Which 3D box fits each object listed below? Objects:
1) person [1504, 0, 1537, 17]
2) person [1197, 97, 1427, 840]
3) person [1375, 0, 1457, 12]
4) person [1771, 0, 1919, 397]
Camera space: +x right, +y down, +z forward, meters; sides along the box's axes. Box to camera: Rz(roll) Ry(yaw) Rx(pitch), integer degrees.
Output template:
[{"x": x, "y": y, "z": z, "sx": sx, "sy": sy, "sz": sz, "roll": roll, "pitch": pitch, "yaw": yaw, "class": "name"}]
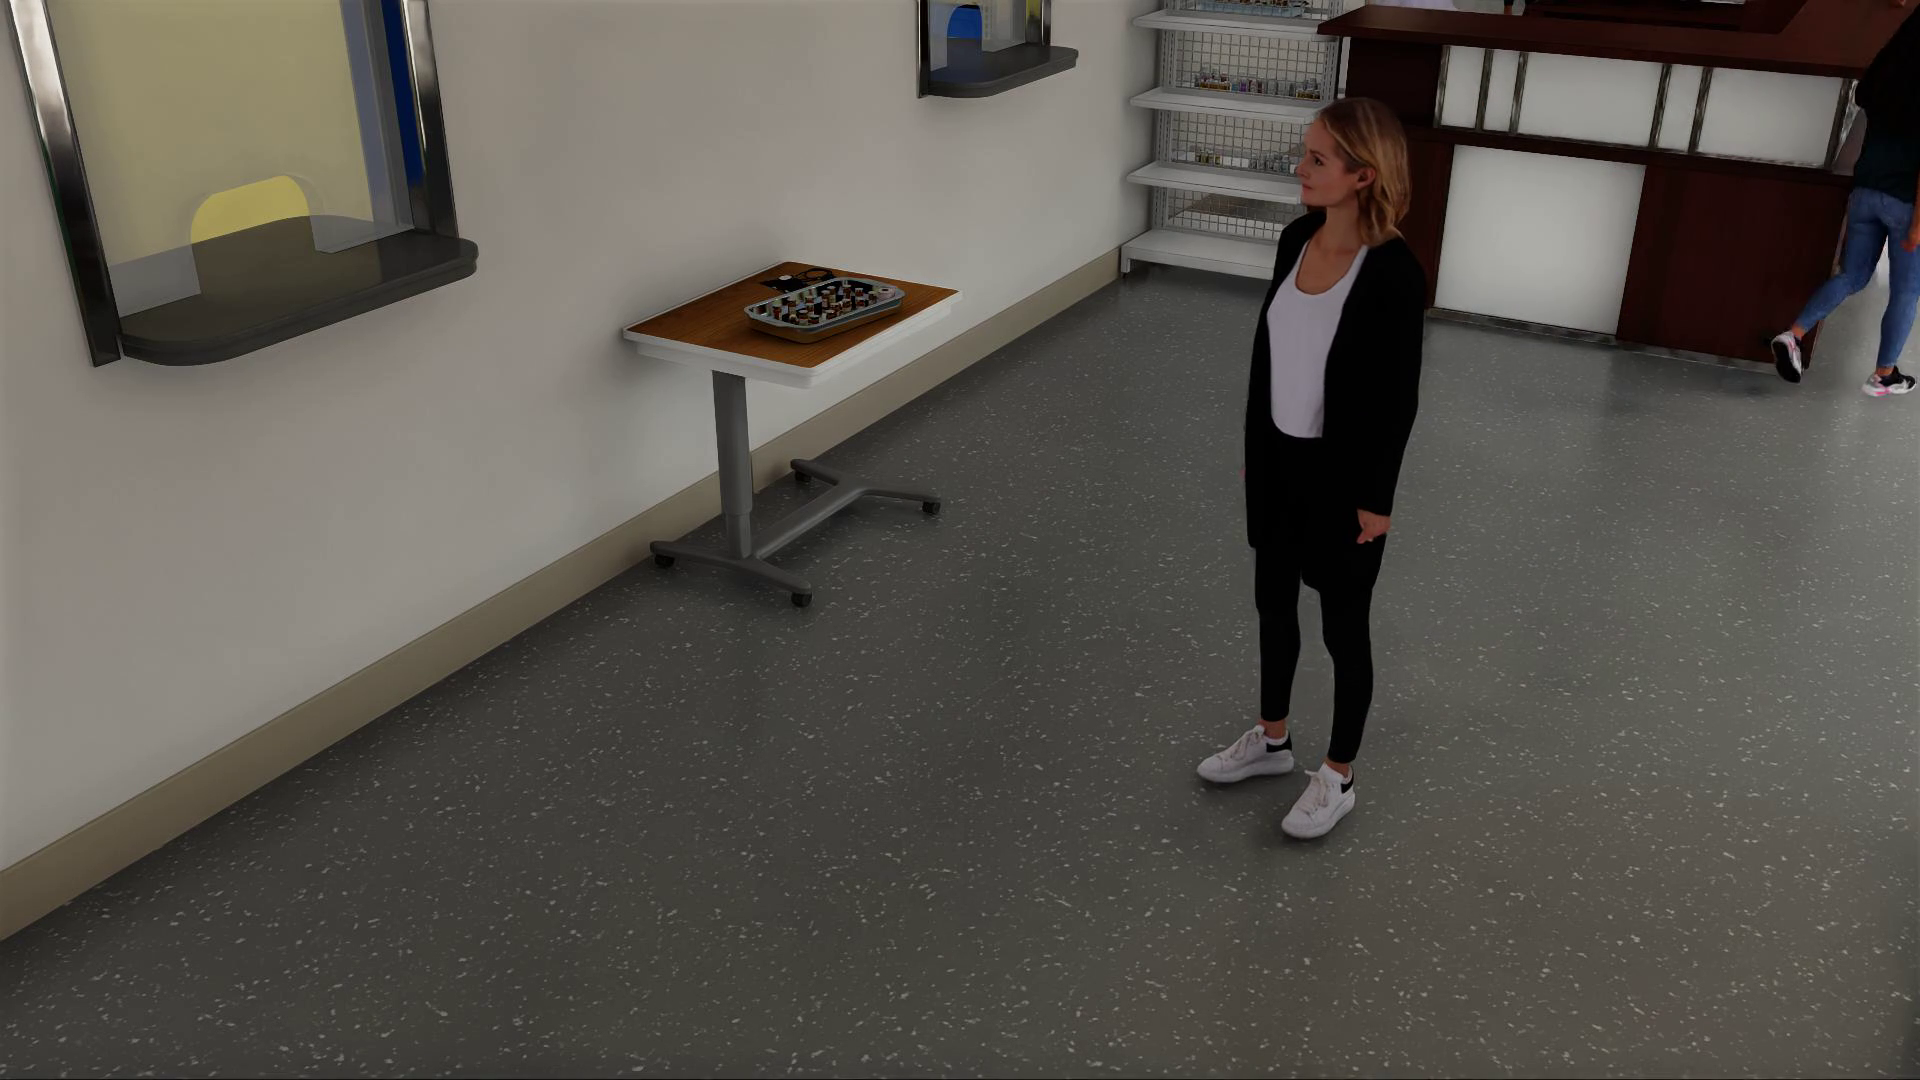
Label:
[{"x": 5.482, "y": -5.878, "z": 15.925, "sx": 0.681, "sy": 1.723, "sz": 0.783, "roll": -2, "pitch": 26, "yaw": -5, "class": "person"}, {"x": 0.860, "y": -0.138, "z": 3.930, "sx": 0.736, "sy": 1.801, "sz": 0.609, "roll": -16, "pitch": 30, "yaw": -29, "class": "person"}, {"x": 4.015, "y": -5.070, "z": 14.055, "sx": 1.269, "sy": 1.891, "sz": 0.751, "roll": 11, "pitch": 28, "yaw": 22, "class": "person"}, {"x": 3.675, "y": -1.347, "z": 6.669, "sx": 0.958, "sy": 1.600, "sz": 0.936, "roll": -7, "pitch": 27, "yaw": -14, "class": "person"}]
